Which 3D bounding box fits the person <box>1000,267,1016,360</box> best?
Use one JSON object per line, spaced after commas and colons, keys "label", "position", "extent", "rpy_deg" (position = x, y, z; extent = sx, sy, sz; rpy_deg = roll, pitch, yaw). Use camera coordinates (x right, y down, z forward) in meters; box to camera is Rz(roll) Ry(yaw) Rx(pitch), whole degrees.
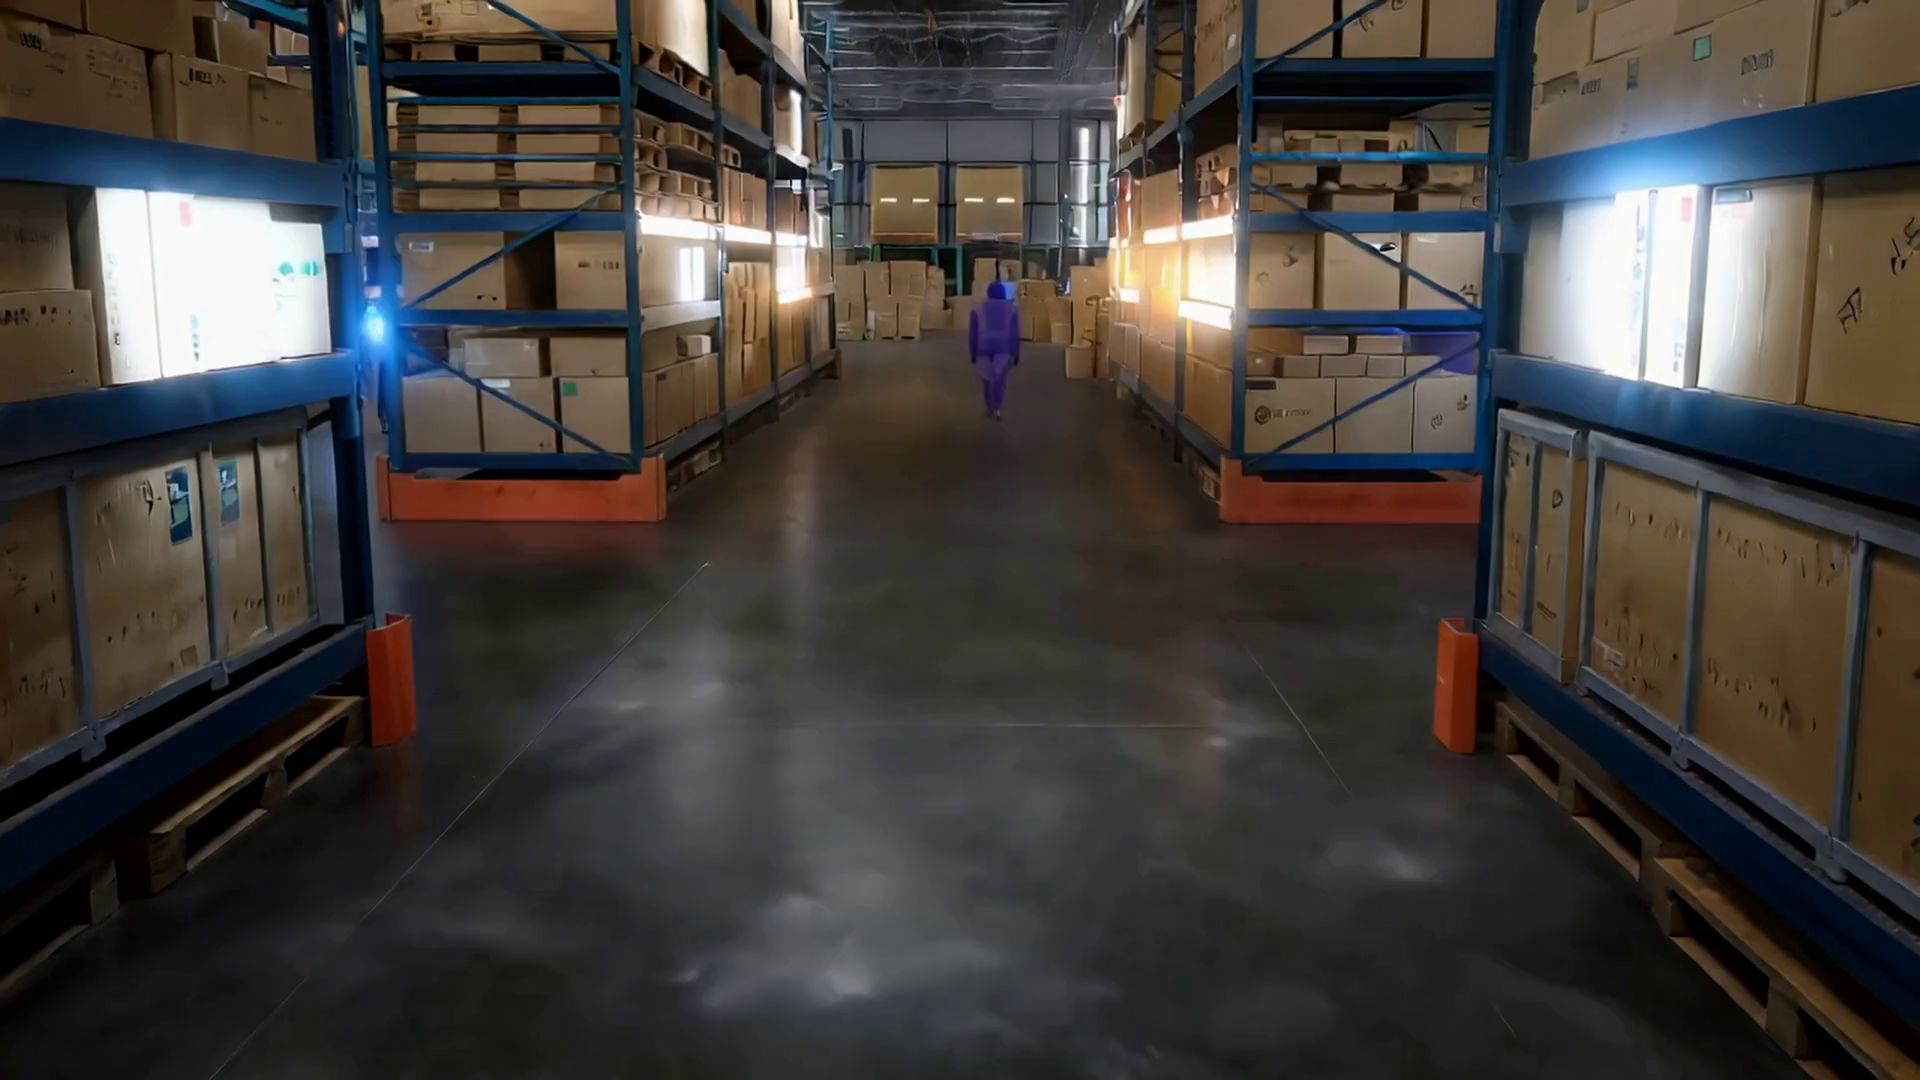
{"label": "person", "position": [0.958, -4.663, 34.371], "extent": [0.392, 1.920, 0.588], "rpy_deg": [5, 11, 28]}

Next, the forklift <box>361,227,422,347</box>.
{"label": "forklift", "position": [-13.132, -5.767, 38.109], "extent": [1.129, 2.768, 1.873], "rpy_deg": [0, 9, 1]}

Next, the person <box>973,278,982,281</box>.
{"label": "person", "position": [0.622, -8.369, 56.797], "extent": [0.976, 1.842, 0.582], "rpy_deg": [-5, 11, -27]}

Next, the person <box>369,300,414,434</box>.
{"label": "person", "position": [-6.753, -2.084, 19.771], "extent": [0.508, 1.632, 0.264], "rpy_deg": [-9, 13, -43]}

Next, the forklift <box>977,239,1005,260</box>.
{"label": "forklift", "position": [1.097, -9.254, 58.993], "extent": [1.129, 2.768, 1.873], "rpy_deg": [4, 10, 25]}

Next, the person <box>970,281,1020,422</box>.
{"label": "person", "position": [0.448, -2.419, 21.328], "extent": [0.643, 1.793, 0.970], "rpy_deg": [0, 9, 3]}

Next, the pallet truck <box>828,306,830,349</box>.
{"label": "pallet truck", "position": [-3.100, -3.940, 29.800], "extent": [1.885, 1.965, 0.823], "rpy_deg": [3, 10, 19]}

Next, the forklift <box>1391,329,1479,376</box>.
{"label": "forklift", "position": [6.497, -3.266, 23.129], "extent": [1.129, 2.768, 1.873], "rpy_deg": [0, 9, 1]}
